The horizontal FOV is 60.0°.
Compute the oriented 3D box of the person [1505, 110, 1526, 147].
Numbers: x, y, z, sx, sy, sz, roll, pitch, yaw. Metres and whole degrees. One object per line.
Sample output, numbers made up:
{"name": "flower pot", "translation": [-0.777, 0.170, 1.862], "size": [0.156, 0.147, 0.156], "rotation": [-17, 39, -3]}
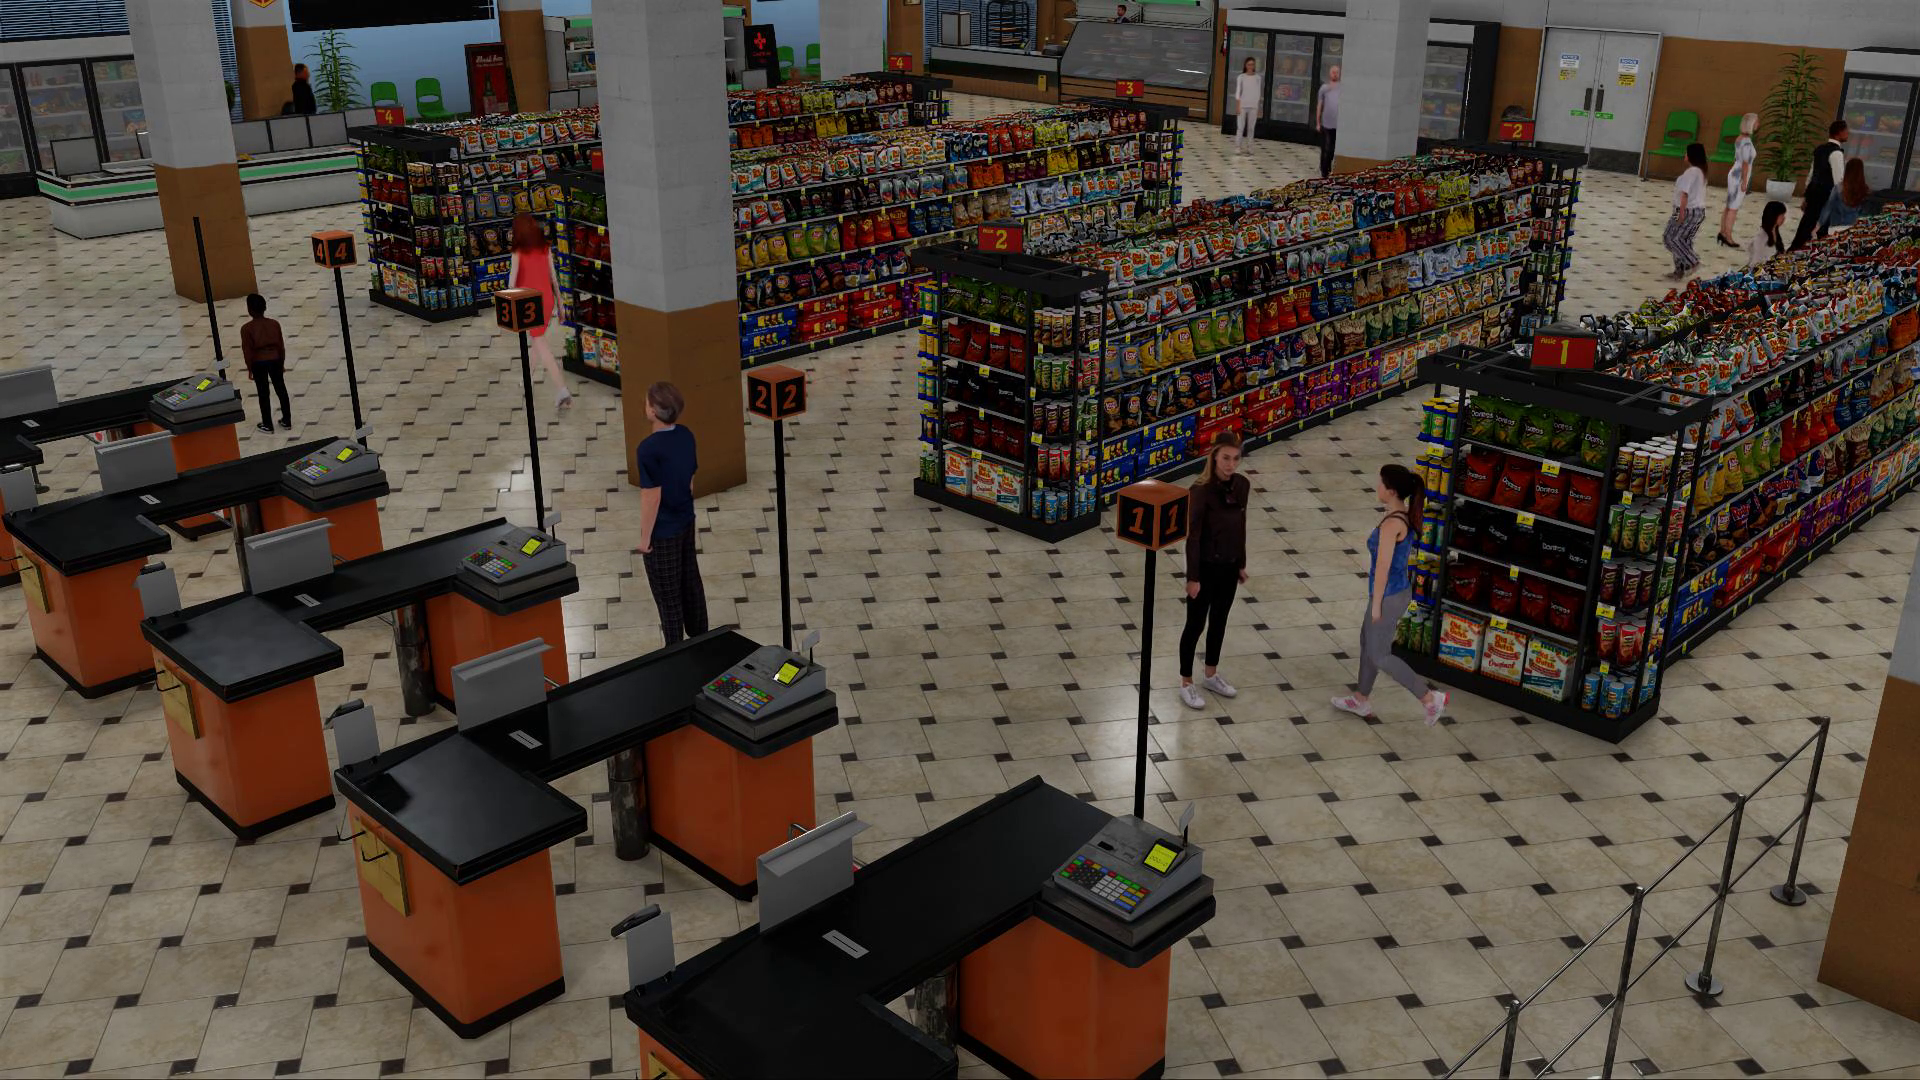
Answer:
{"name": "person", "translation": [7.499, -5.072, 23.006], "size": [1.019, 1.644, 1.131], "rotation": [7, 23, 16]}

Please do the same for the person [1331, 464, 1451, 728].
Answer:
{"name": "person", "translation": [2.520, 0.357, 9.565], "size": [0.754, 1.591, 0.941], "rotation": [13, 25, 30]}

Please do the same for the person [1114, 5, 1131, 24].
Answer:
{"name": "person", "translation": [3.719, -11.424, 38.512], "size": [0.567, 1.868, 0.611], "rotation": [-20, 30, -41]}

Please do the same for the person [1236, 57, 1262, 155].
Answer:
{"name": "person", "translation": [5.092, -7.687, 29.456], "size": [0.665, 1.686, 0.747], "rotation": [-2, 22, -6]}

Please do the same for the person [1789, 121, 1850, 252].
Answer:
{"name": "person", "translation": [10.435, -4.144, 20.374], "size": [1.181, 1.883, 1.171], "rotation": [2, 22, 5]}

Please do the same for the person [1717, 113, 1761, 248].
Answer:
{"name": "person", "translation": [10.410, -4.821, 22.238], "size": [0.705, 1.750, 0.618], "rotation": [3, 22, 8]}

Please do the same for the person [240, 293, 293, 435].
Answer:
{"name": "person", "translation": [-6.192, -1.580, 14.840], "size": [0.402, 1.252, 0.571], "rotation": [-20, 29, -40]}

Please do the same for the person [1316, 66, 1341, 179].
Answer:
{"name": "person", "translation": [5.996, -6.730, 26.895], "size": [0.927, 1.821, 0.974], "rotation": [-3, 22, -7]}

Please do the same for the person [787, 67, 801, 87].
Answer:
{"name": "person", "translation": [-3.122, -8.296, 31.531], "size": [0.610, 1.269, 0.760], "rotation": [16, 27, 35]}

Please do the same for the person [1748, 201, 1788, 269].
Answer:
{"name": "person", "translation": [8.102, -2.648, 17.034], "size": [0.974, 1.598, 0.757], "rotation": [-18, 28, -37]}

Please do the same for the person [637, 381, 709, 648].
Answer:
{"name": "person", "translation": [-1.787, -0.080, 10.275], "size": [0.780, 1.872, 0.596], "rotation": [11, 24, 26]}

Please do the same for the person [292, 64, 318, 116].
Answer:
{"name": "person", "translation": [-10.530, -6.582, 26.486], "size": [1.413, 1.850, 0.941], "rotation": [-13, 25, -30]}

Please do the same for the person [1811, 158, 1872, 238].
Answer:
{"name": "person", "translation": [10.104, -3.455, 18.955], "size": [1.036, 1.663, 1.049], "rotation": [-3, 22, -7]}

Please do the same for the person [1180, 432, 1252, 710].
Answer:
{"name": "person", "translation": [1.512, 0.162, 9.899], "size": [0.512, 1.703, 0.701], "rotation": [-14, 26, -31]}

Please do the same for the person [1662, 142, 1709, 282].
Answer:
{"name": "person", "translation": [8.952, -3.970, 20.244], "size": [0.783, 1.657, 0.683], "rotation": [16, 27, 34]}

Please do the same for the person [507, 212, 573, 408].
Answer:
{"name": "person", "translation": [-3.856, -2.076, 15.379], "size": [0.712, 1.770, 1.103], "rotation": [19, 29, 39]}
